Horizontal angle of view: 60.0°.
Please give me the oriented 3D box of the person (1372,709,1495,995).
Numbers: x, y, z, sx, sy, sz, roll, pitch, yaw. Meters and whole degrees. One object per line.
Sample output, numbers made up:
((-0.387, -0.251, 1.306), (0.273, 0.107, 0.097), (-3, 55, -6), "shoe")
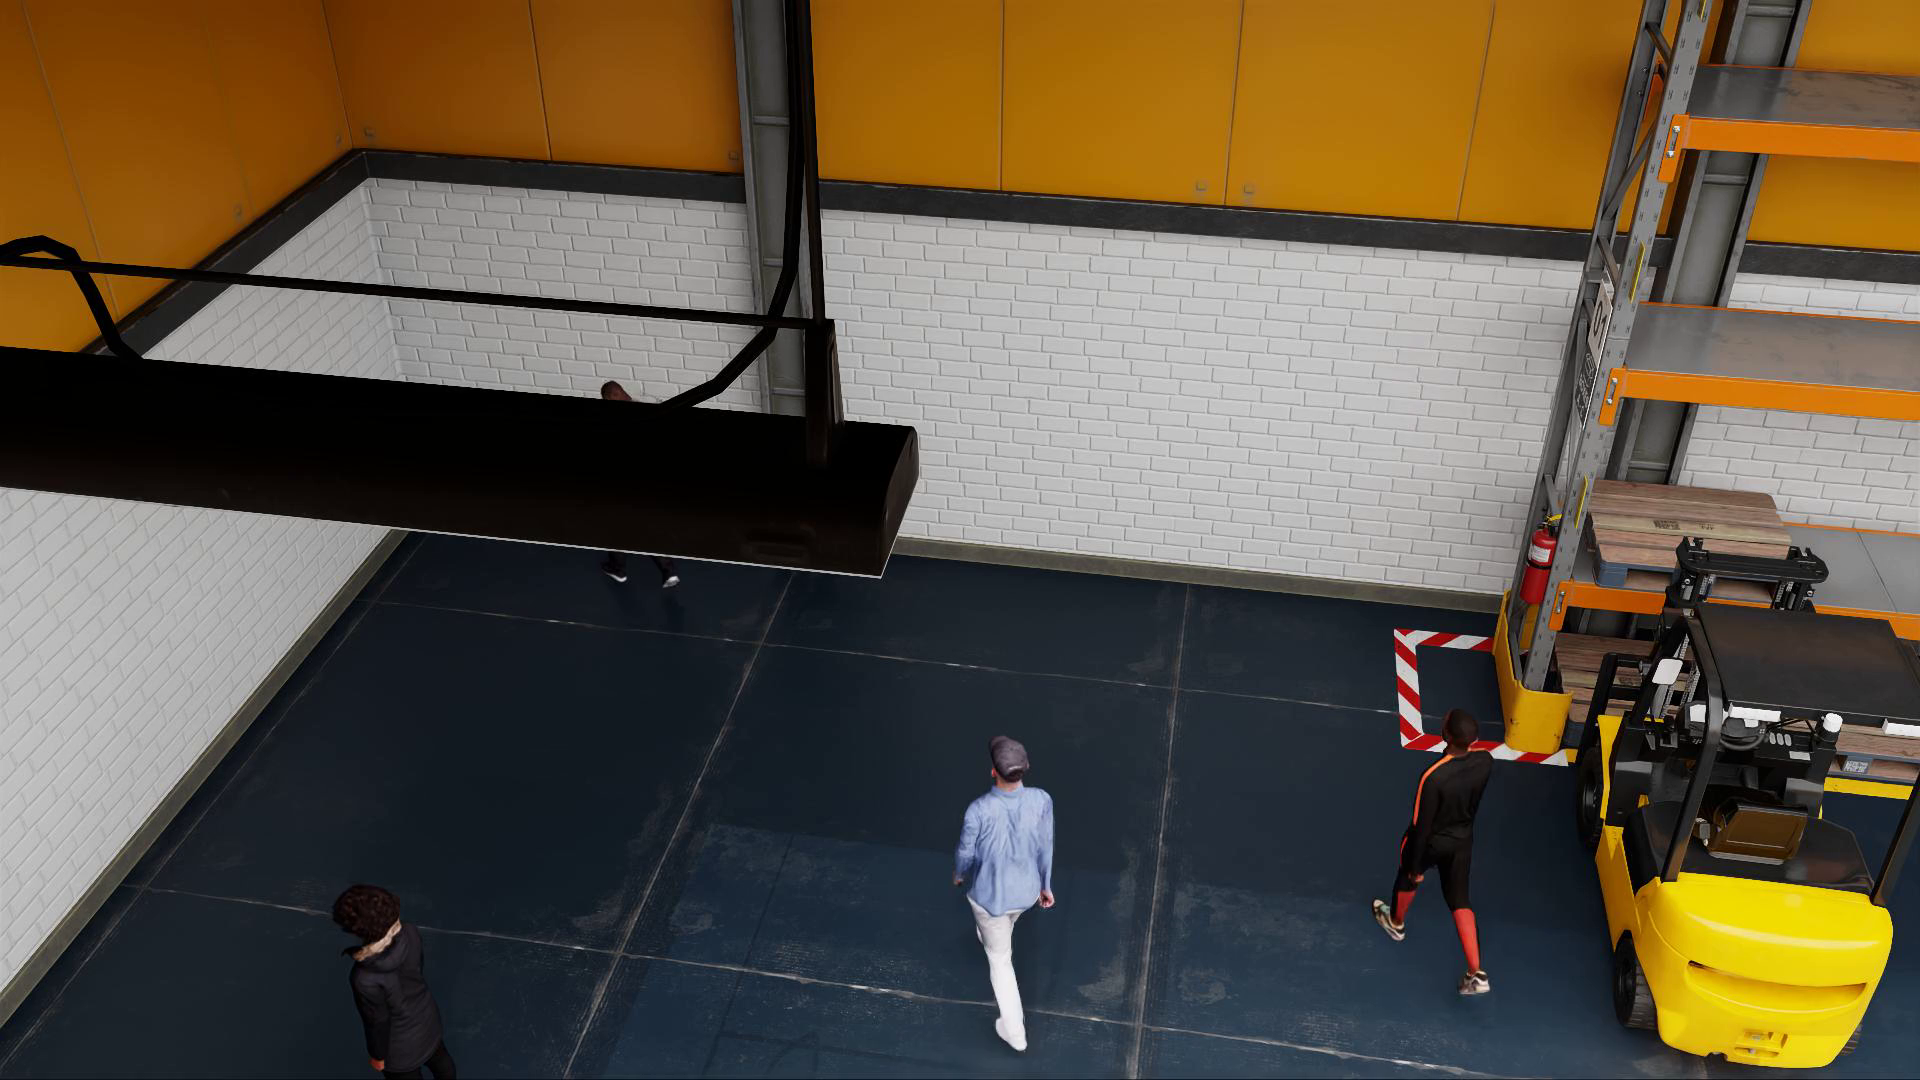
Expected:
((2.670, 1.694, 9.016), (1.187, 1.781, 1.032), (-10, 35, -14), "person")

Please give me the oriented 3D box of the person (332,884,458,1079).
((-2.691, 2.335, 8.057), (0.612, 1.776, 0.634), (9, 35, 13), "person")

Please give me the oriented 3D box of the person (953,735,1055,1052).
((0.257, 1.875, 8.681), (1.177, 1.850, 1.108), (-12, 35, -18), "person")

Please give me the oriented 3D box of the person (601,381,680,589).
((-2.395, -0.344, 12.131), (1.105, 1.727, 0.959), (29, 43, 36), "person")
